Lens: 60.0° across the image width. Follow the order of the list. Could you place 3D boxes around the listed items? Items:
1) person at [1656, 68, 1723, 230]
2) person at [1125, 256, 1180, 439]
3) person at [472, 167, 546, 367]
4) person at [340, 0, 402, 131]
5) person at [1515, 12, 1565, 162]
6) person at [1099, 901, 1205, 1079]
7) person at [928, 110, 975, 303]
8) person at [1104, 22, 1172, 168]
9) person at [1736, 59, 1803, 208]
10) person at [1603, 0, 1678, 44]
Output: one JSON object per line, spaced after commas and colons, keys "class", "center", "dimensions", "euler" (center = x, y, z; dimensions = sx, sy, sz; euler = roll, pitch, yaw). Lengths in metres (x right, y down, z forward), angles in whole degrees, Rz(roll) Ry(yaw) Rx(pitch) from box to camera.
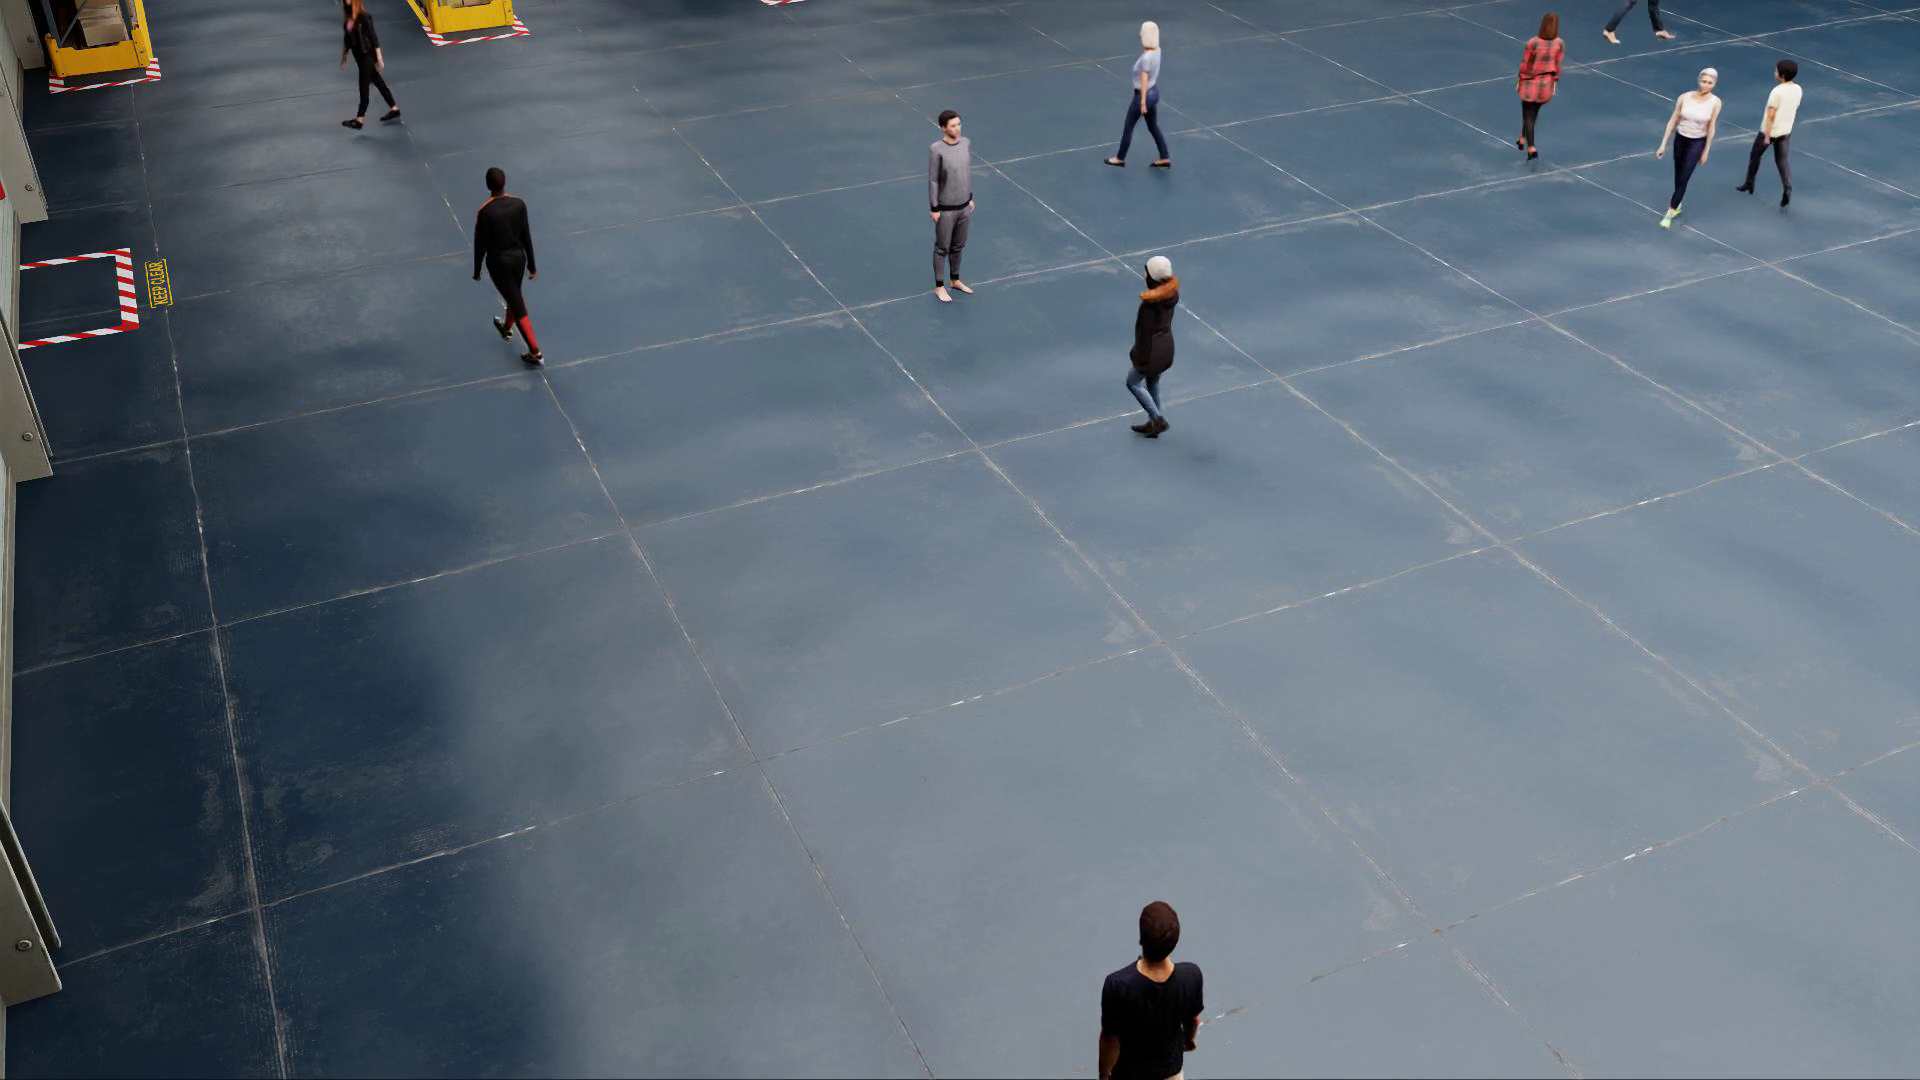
{"class": "person", "center": [7.760, -4.195, 17.660], "dimensions": [1.125, 1.664, 0.996], "euler": [25, 40, 33]}
{"class": "person", "center": [1.639, -1.531, 13.601], "dimensions": [0.795, 1.623, 0.755], "euler": [19, 38, 27]}
{"class": "person", "center": [-3.973, -2.392, 14.796], "dimensions": [0.913, 1.764, 1.238], "euler": [-28, 43, -36]}
{"class": "person", "center": [-7.154, -5.884, 20.251], "dimensions": [1.118, 1.671, 0.958], "euler": [26, 41, 34]}
{"class": "person", "center": [6.665, -5.192, 19.187], "dimensions": [0.911, 1.670, 1.155], "euler": [0, 33, 0]}
{"class": "person", "center": [0.854, 2.404, 7.378], "dimensions": [0.883, 1.811, 1.260], "euler": [-6, 33, -9]}
{"class": "person", "center": [-0.090, -3.249, 16.043], "dimensions": [0.741, 1.842, 0.662], "euler": [-26, 41, -34]}
{"class": "person", "center": [2.186, -5.019, 18.903], "dimensions": [1.071, 1.690, 0.948], "euler": [15, 36, 22]}
{"class": "person", "center": [8.905, -4.380, 18.050], "dimensions": [0.688, 1.550, 1.042], "euler": [-7, 34, -10]}
{"class": "person", "center": [8.634, -7.131, 21.082], "dimensions": [1.168, 1.749, 1.208], "euler": [10, 34, 15]}
